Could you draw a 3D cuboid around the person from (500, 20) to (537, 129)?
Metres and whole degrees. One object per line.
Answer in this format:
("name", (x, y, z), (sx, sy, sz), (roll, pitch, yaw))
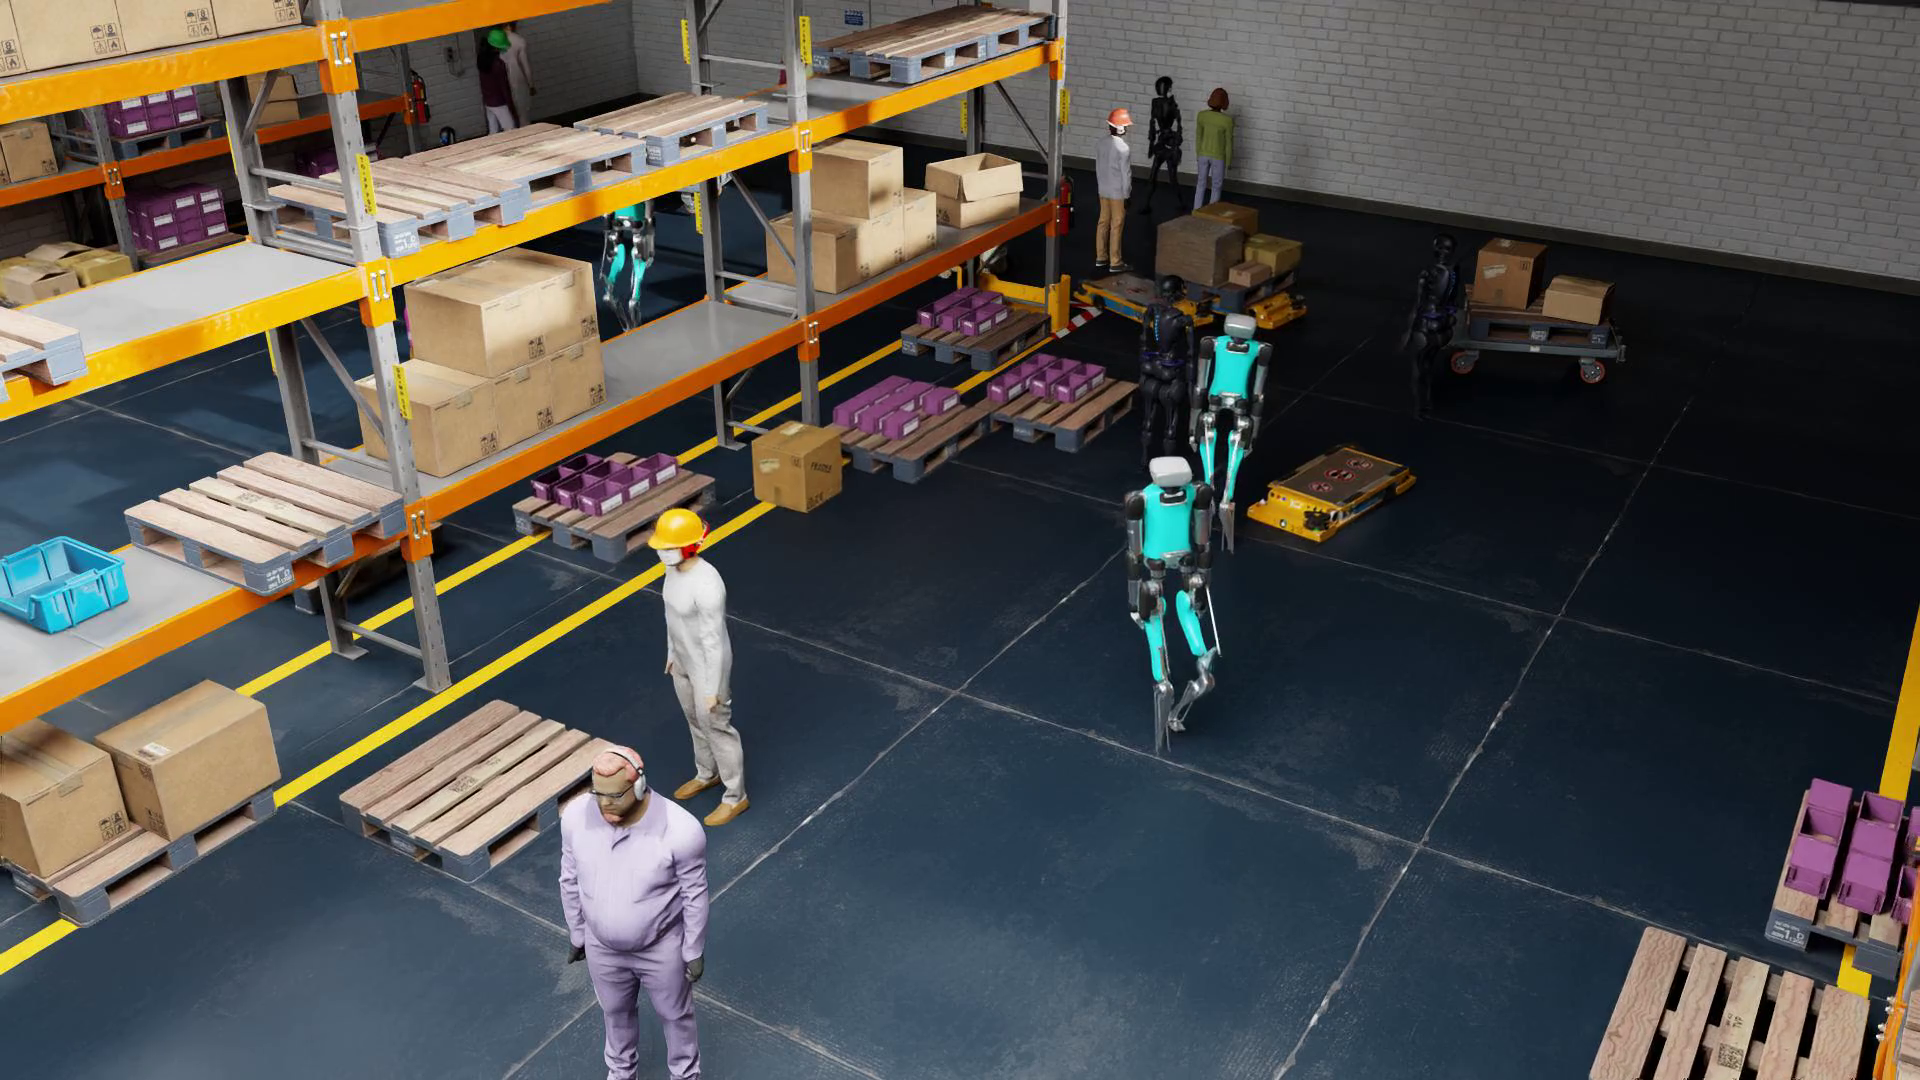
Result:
("person", (-6.030, -6.179, 22.537), (0.626, 1.933, 0.372), (10, 29, 20))

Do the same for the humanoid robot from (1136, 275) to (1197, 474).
("humanoid robot", (1.621, -1.297, 13.183), (0.315, 1.657, 0.599), (-22, 34, -36))

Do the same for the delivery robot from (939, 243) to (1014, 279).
("delivery robot", (0.173, -3.050, 17.914), (0.808, 0.614, 0.499), (13, 30, 24))

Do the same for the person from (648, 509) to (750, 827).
("person", (-1.442, 0.682, 9.076), (0.394, 1.887, 0.556), (-18, 32, -32))

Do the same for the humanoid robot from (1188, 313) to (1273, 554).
("humanoid robot", (1.918, -0.672, 11.953), (0.571, 1.829, 0.716), (3, 27, 5))

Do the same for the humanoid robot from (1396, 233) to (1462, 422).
("humanoid robot", (4.017, -1.815, 14.214), (0.589, 1.656, 0.341), (-20, 33, -34))

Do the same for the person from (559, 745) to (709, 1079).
("person", (-1.377, 1.694, 7.052), (0.640, 1.908, 0.411), (5, 27, 9))

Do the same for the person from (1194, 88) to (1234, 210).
("person", (2.975, -4.482, 19.530), (0.492, 1.624, 0.281), (19, 32, 32))

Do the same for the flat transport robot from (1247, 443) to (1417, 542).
("flat transport robot", (2.914, -0.383, 12.952), (0.659, 0.231, 1.431), (23, 35, 37))

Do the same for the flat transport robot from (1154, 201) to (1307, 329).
("flat transport robot", (2.771, -2.475, 17.076), (1.431, 0.231, 0.659), (22, 34, 36))

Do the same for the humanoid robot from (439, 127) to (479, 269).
("humanoid robot", (-5.316, -3.561, 17.688), (0.609, 1.634, 0.713), (-2, 27, -3))

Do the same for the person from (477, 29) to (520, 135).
("person", (-5.961, -5.607, 21.442), (0.389, 1.910, 0.654), (-23, 35, -38))

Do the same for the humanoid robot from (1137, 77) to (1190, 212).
("humanoid robot", (2.494, -4.748, 20.044), (0.664, 1.648, 0.610), (-16, 31, -28))

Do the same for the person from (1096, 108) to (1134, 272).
("person", (1.689, -3.797, 18.038), (0.329, 1.751, 0.564), (-15, 31, -27))

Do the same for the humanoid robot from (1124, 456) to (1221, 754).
("humanoid robot", (1.282, 0.480, 9.757), (0.545, 1.903, 0.719), (-7, 28, -14))

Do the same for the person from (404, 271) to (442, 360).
("person", (-4.084, -1.354, 13.120), (0.523, 1.846, 0.319), (-20, 33, -34))

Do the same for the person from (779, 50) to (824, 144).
("person", (-2.022, -5.649, 21.606), (0.642, 1.838, 0.430), (2, 27, 4))

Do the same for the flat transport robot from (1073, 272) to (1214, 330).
("flat transport robot", (1.863, -2.429, 16.985), (0.659, 0.231, 1.431), (-18, 32, -31))

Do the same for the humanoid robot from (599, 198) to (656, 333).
("humanoid robot", (-3.235, -2.679, 15.979), (0.549, 1.905, 0.743), (6, 27, 11))
